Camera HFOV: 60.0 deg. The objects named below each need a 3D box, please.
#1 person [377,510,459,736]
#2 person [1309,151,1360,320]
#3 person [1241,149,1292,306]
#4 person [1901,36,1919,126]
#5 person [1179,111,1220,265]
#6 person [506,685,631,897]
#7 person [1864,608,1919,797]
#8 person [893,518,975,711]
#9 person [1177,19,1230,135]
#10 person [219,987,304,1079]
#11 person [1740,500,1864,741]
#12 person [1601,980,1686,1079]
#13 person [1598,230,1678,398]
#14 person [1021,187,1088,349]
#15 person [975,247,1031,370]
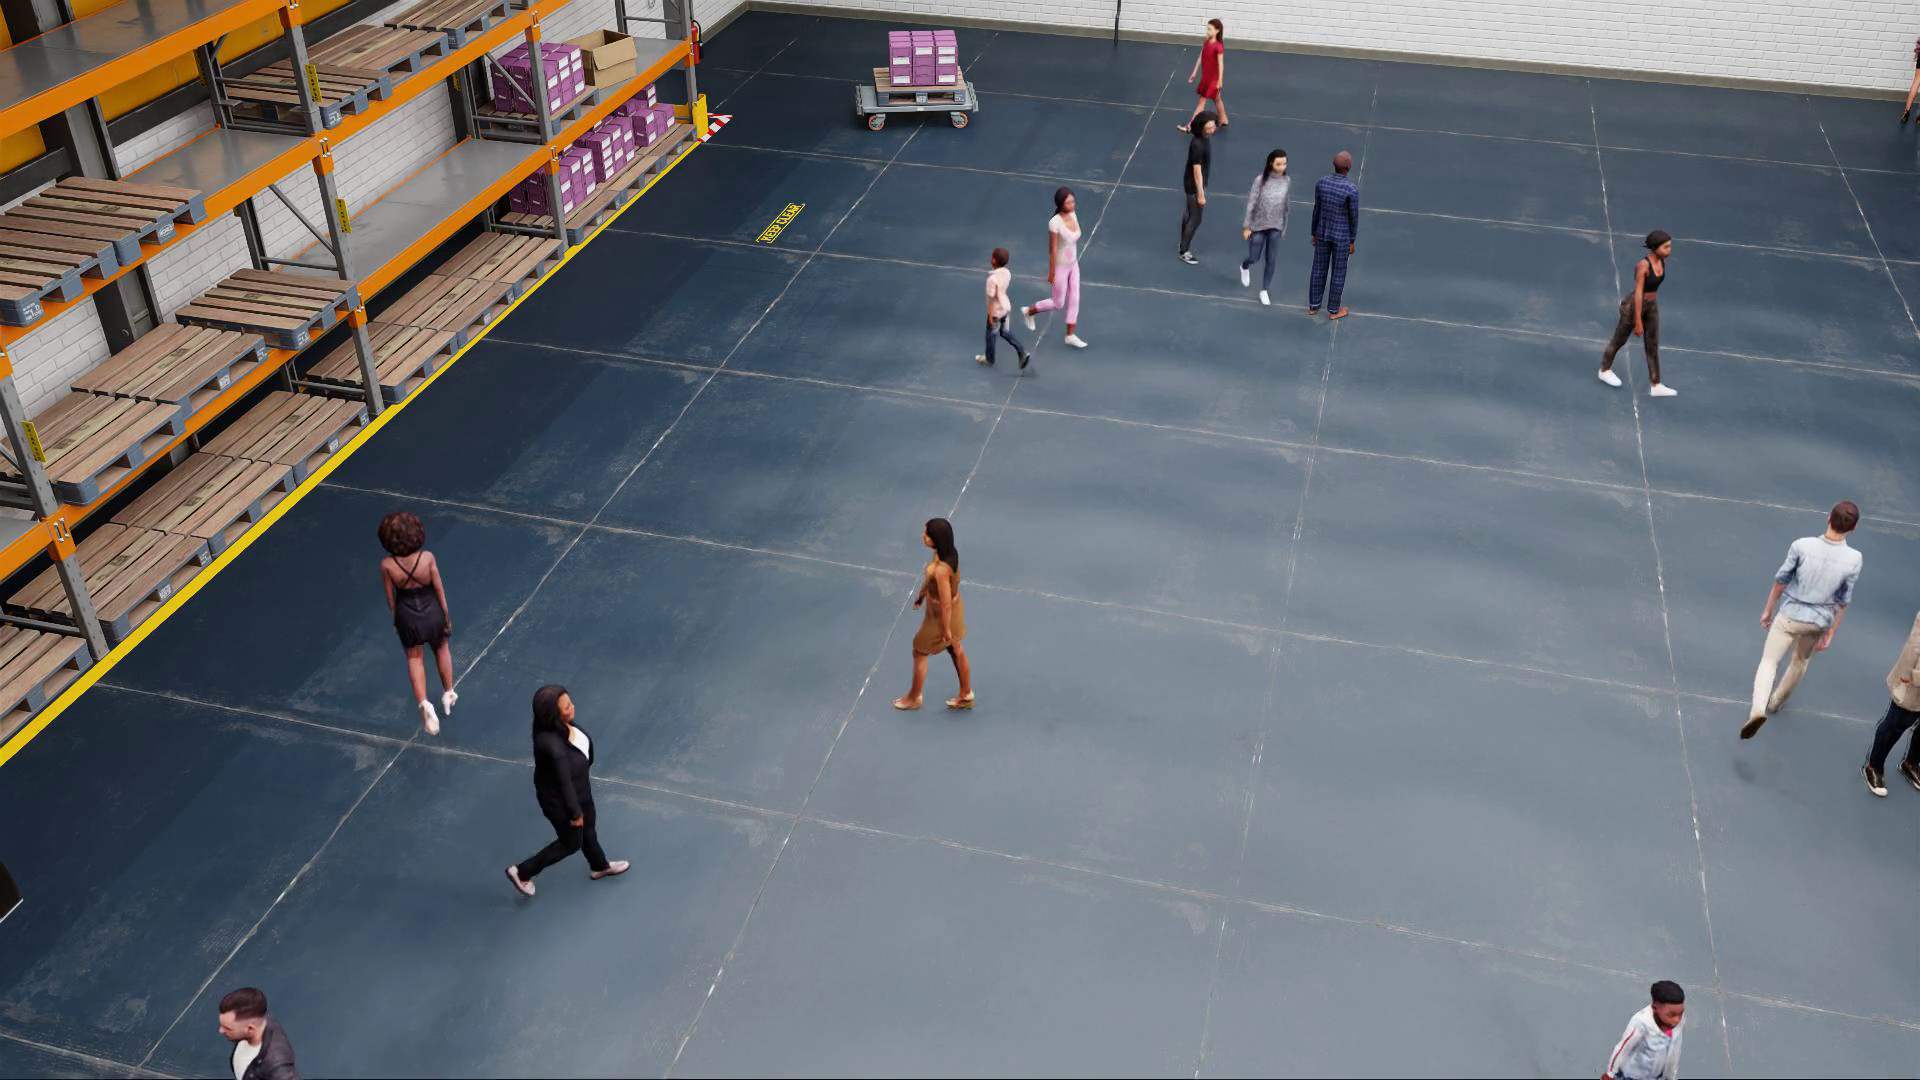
[{"bbox_3d":[-3.803,0.623,11.753,0.842,1.772,0.987,-10,35,-14],"label":"person"},{"bbox_3d":[3.930,-3.208,17.475,0.738,1.819,0.725,22,39,29],"label":"person"},{"bbox_3d":[3.261,-3.401,17.853,0.821,1.722,0.919,-7,34,-11],"label":"person"},{"bbox_3d":[13.134,-6.525,22.473,0.691,1.810,0.650,21,39,29],"label":"person"},{"bbox_3d":[2.633,-4.024,18.730,0.911,1.789,0.552,-1,34,-1],"label":"person"},{"bbox_3d":[-2.555,1.610,10.428,0.999,1.596,1.047,-9,35,-13],"label":"person"},{"bbox_3d":[6.582,0.897,11.236,0.784,1.890,0.773,-2,34,-3],"label":"person"},{"bbox_3d":[-0.038,0.565,11.938,0.697,1.664,0.797,4,34,5],"label":"person"},{"bbox_3d":[3.419,-6.204,22.265,1.024,1.506,1.036,-14,36,-20],"label":"person"},{"bbox_3d":[-3.299,2.867,8.342,1.118,1.812,1.030,-21,39,-28],"label":"person"},{"bbox_3d":[5.936,0.625,11.718,0.849,1.808,1.188,17,37,24],"label":"person"},{"bbox_3d":[3.638,2.794,8.966,0.736,1.242,0.847,-11,35,-16],"label":"person"},{"bbox_3d":[6.511,-2.235,16.147,1.056,1.668,1.070,-21,39,-29],"label":"person"},{"bbox_3d":[0.974,-2.775,16.908,0.854,1.725,0.977,20,38,27],"label":"person"},{"bbox_3d":[0.444,-2.274,16.548,0.749,1.290,0.837,21,39,29],"label":"person"}]
